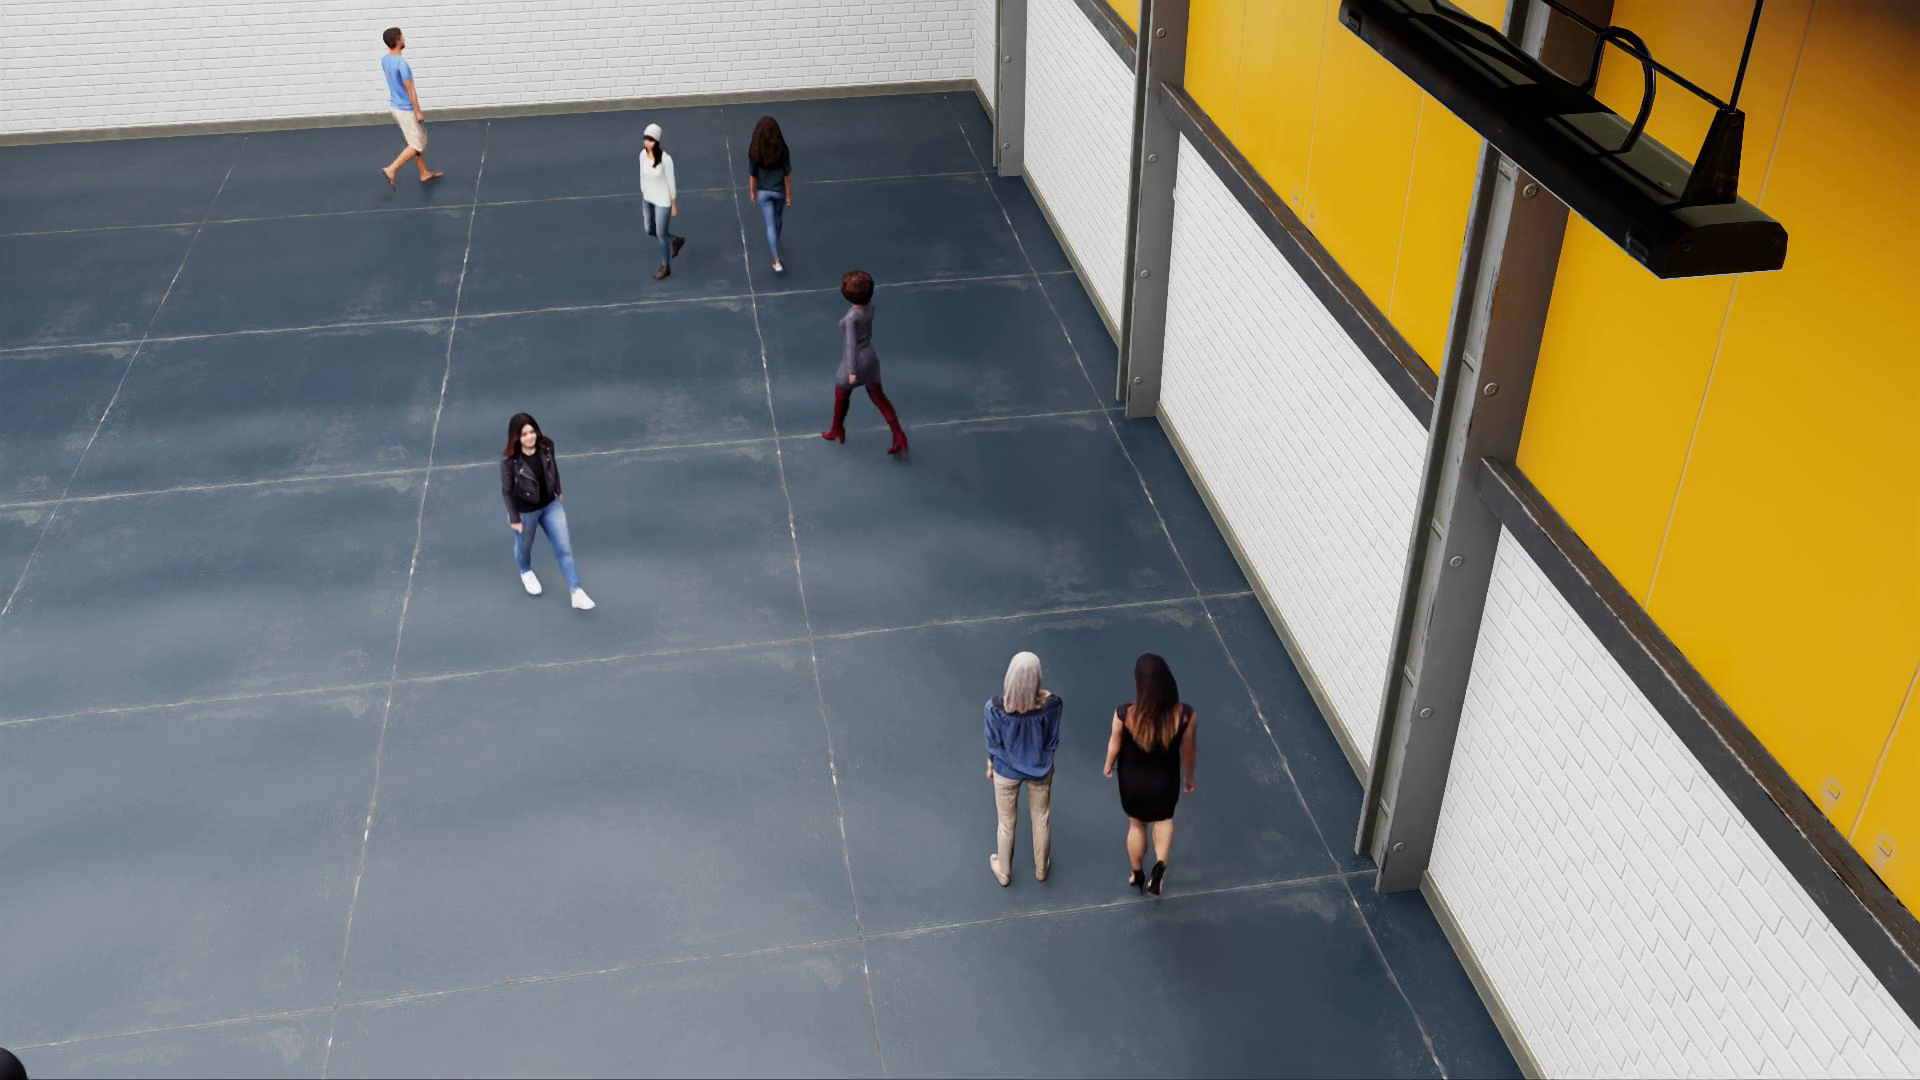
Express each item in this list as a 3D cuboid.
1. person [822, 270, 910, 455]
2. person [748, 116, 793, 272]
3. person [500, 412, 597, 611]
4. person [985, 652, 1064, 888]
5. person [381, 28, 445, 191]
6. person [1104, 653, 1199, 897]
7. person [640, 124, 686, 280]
[{"bbox_3d":[-0.768,-1.454,14.108,1.110,1.671,1.095,18,38,25],"label":"person"},{"bbox_3d":[-1.975,-3.591,17.415,0.613,1.570,1.072,-6,34,-10],"label":"person"},{"bbox_3d":[-3.201,-0.248,12.360,0.987,1.597,1.161,-26,42,-33],"label":"person"},{"bbox_3d":[0.374,1.361,9.849,0.601,1.697,0.548,-5,34,-8],"label":"person"},{"bbox_3d":[-6.464,-4.942,19.198,1.027,1.845,1.071,-27,42,-35],"label":"person"},{"bbox_3d":[1.123,1.463,9.703,0.745,1.689,0.770,-1,34,-1],"label":"person"},{"bbox_3d":[-3.085,-3.549,17.292,0.830,1.635,0.903,19,38,26],"label":"person"}]
